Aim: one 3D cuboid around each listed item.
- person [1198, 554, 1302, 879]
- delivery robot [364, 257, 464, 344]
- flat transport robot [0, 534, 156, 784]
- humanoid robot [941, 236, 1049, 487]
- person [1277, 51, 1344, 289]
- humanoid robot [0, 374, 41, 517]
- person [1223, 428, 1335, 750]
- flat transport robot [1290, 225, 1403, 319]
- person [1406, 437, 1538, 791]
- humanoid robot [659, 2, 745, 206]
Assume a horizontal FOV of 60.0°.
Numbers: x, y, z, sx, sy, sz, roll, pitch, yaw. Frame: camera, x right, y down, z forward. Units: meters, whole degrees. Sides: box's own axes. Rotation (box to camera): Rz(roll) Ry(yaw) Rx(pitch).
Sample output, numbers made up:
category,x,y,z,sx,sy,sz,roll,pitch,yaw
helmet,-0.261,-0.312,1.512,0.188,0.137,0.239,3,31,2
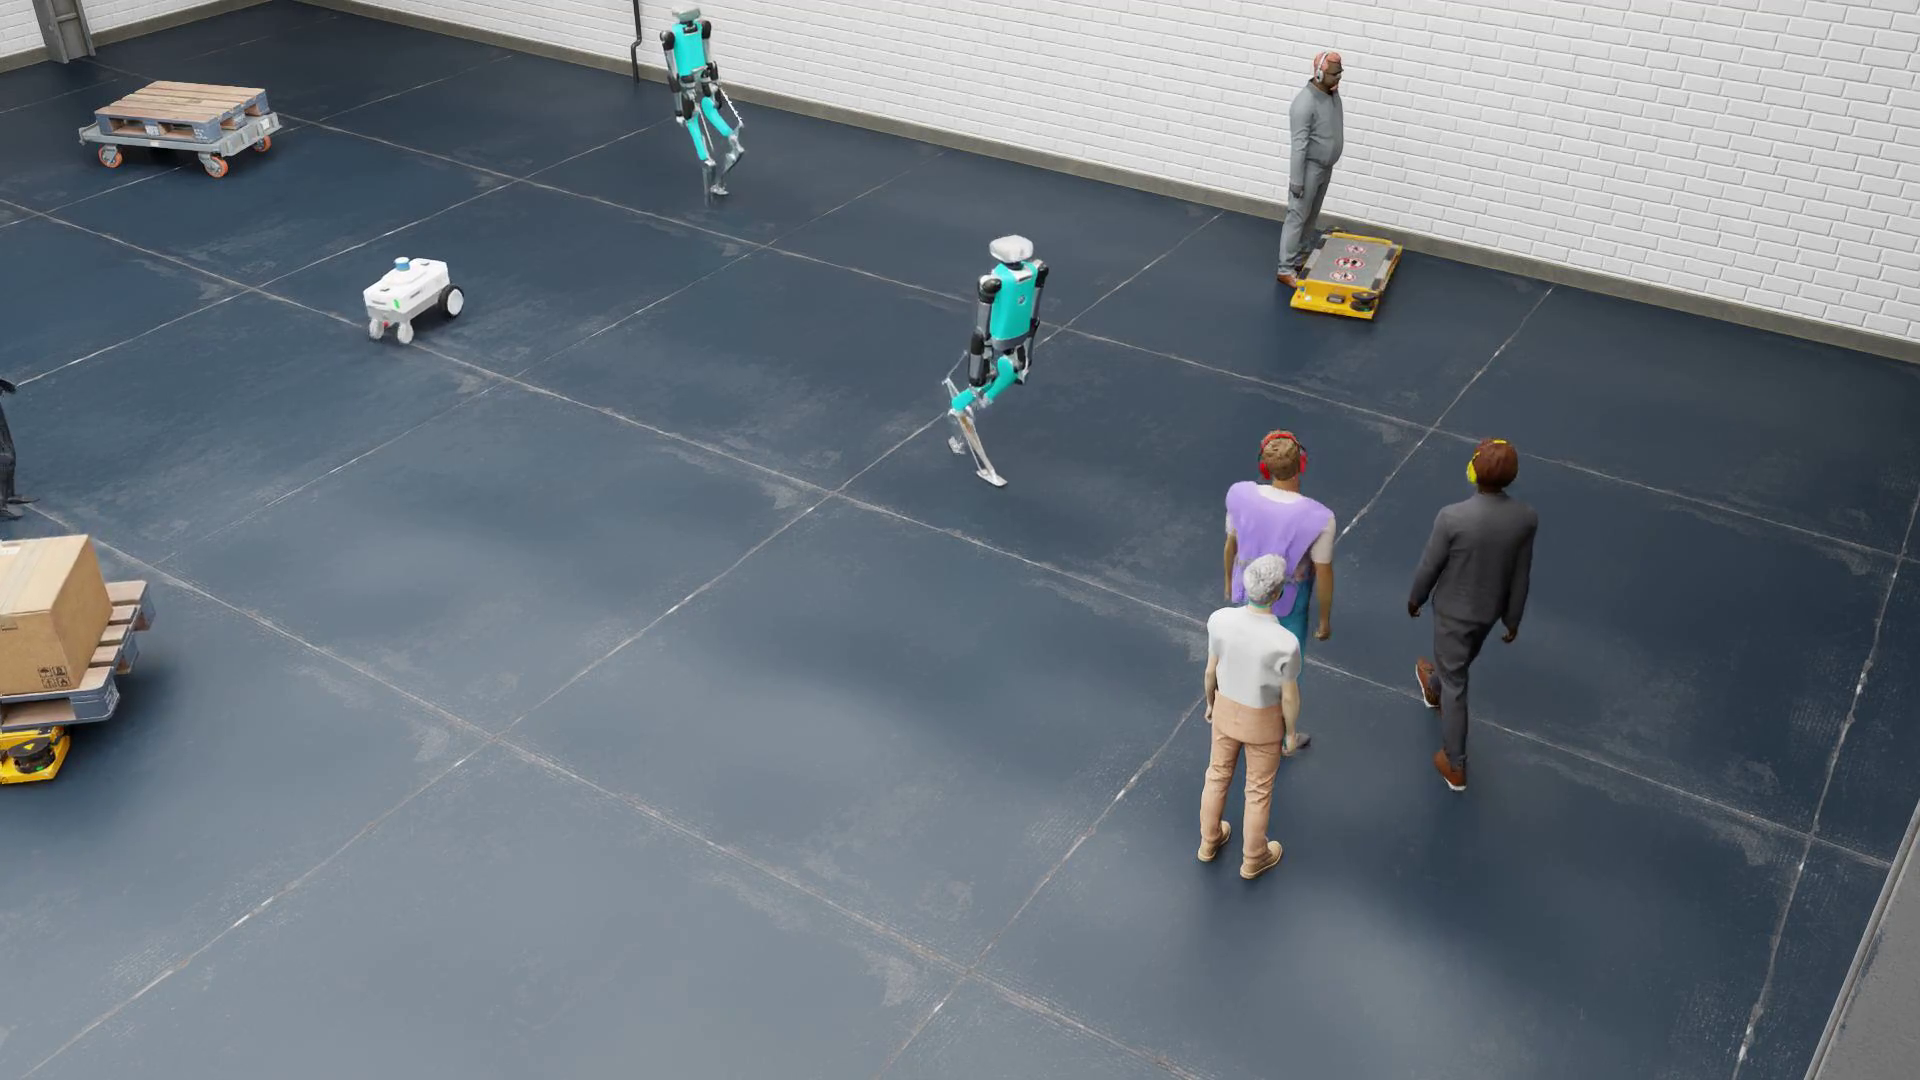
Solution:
category,x,y,z,sx,sy,sz,roll,pitch,yaw
person,1.336,0.811,7.627,0.471,1.748,0.320,21,38,29
delivery robot,-4.286,-1.910,12.980,0.499,0.612,0.805,11,34,17
flat transport robot,-5.060,0.811,8.995,0.659,0.231,1.431,-5,33,-8
humanoid robot,0.120,-1.148,10.773,0.549,1.872,0.829,-26,41,-34
person,2.855,-2.978,13.378,0.405,1.905,0.651,21,38,29
humanoid robot,-6.138,-0.926,10.394,0.312,1.656,0.608,-4,33,-7
person,1.557,0.308,8.334,0.630,1.821,0.378,23,39,31
flat transport robot,3.206,-2.213,13.700,0.659,0.231,1.431,12,35,18
person,2.525,0.293,8.361,0.518,1.818,0.973,-2,33,-4
humanoid robot,-2.233,-3.816,14.927,0.735,1.880,0.539,26,41,34
